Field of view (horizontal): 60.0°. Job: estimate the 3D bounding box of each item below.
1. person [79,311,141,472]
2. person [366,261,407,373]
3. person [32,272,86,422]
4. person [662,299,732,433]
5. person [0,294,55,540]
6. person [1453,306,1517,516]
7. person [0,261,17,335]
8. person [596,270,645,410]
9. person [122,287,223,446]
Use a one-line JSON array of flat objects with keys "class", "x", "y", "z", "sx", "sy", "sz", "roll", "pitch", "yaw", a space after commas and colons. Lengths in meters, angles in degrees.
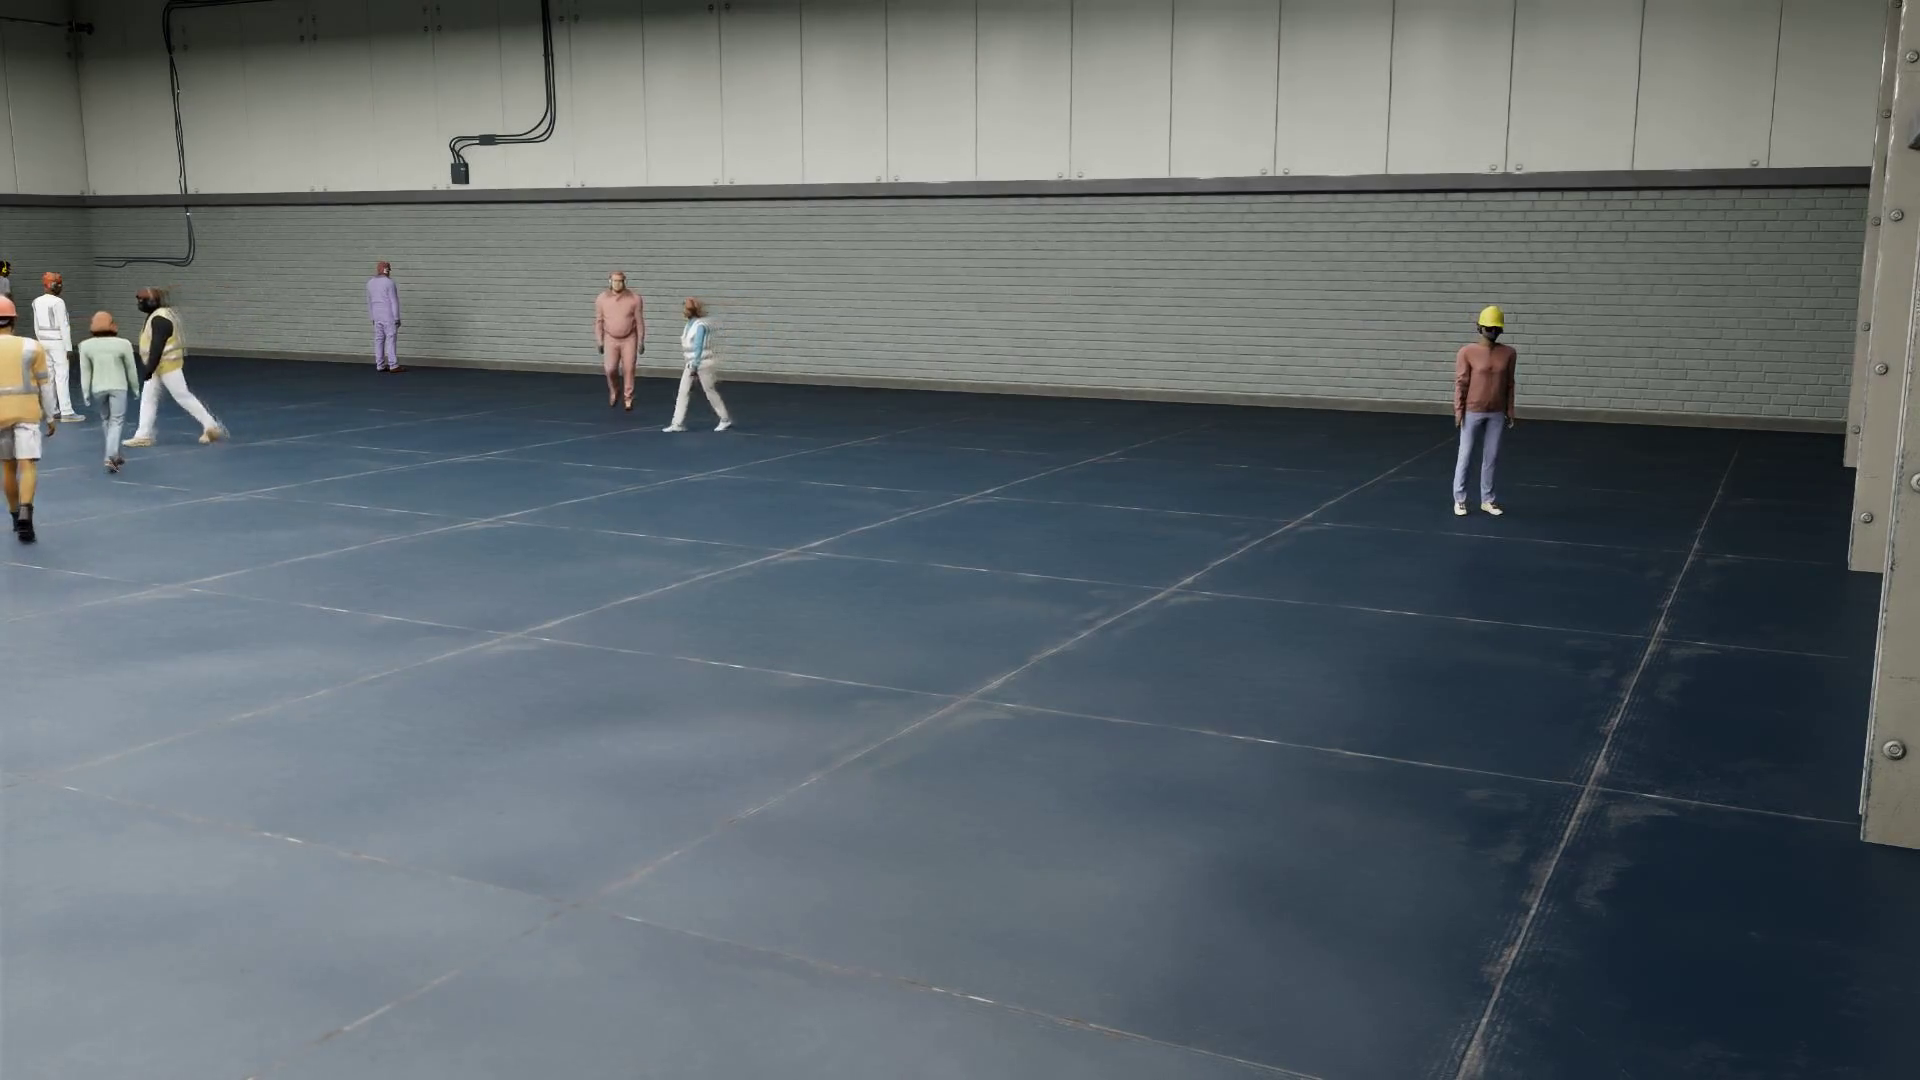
[{"class": "person", "x": -8.533, "y": -1.490, "z": 16.666, "sx": 0.509, "sy": 1.604, "sz": 0.804, "roll": -1, "pitch": 10, "yaw": -8}, {"class": "person", "x": -9.855, "y": -3.825, "z": 28.585, "sx": 0.636, "sy": 1.903, "sz": 0.406, "roll": 5, "pitch": 12, "yaw": 27}, {"class": "person", "x": -11.419, "y": -2.428, "z": 21.014, "sx": 0.573, "sy": 1.883, "sz": 0.353, "roll": 5, "pitch": 12, "yaw": 27}, {"class": "person", "x": -3.126, "y": -2.082, "z": 19.903, "sx": 0.849, "sy": 1.600, "sz": 0.519, "roll": -7, "pitch": 13, "yaw": -34}, {"class": "person", "x": -7.387, "y": -0.954, "z": 12.939, "sx": 0.539, "sy": 1.907, "sz": 0.916, "roll": -4, "pitch": 11, "yaw": -20}, {"class": "person", "x": 4.409, "y": -1.073, "z": 13.954, "sx": 0.533, "sy": 1.765, "sz": 0.329, "roll": -1, "pitch": 10, "yaw": -8}, {"class": "person", "x": -17.979, "y": -4.315, "z": 31.358, "sx": 0.519, "sy": 1.865, "sz": 0.326, "roll": 5, "pitch": 12, "yaw": 27}, {"class": "person", "x": -4.584, "y": -2.695, "z": 22.461, "sx": 0.651, "sy": 1.893, "sz": 0.443, "roll": -1, "pitch": 10, "yaw": -7}, {"class": "person", "x": -8.882, "y": -1.950, "z": 18.698, "sx": 1.005, "sy": 1.790, "sz": 0.608, "roll": -8, "pitch": 13, "yaw": -37}]
